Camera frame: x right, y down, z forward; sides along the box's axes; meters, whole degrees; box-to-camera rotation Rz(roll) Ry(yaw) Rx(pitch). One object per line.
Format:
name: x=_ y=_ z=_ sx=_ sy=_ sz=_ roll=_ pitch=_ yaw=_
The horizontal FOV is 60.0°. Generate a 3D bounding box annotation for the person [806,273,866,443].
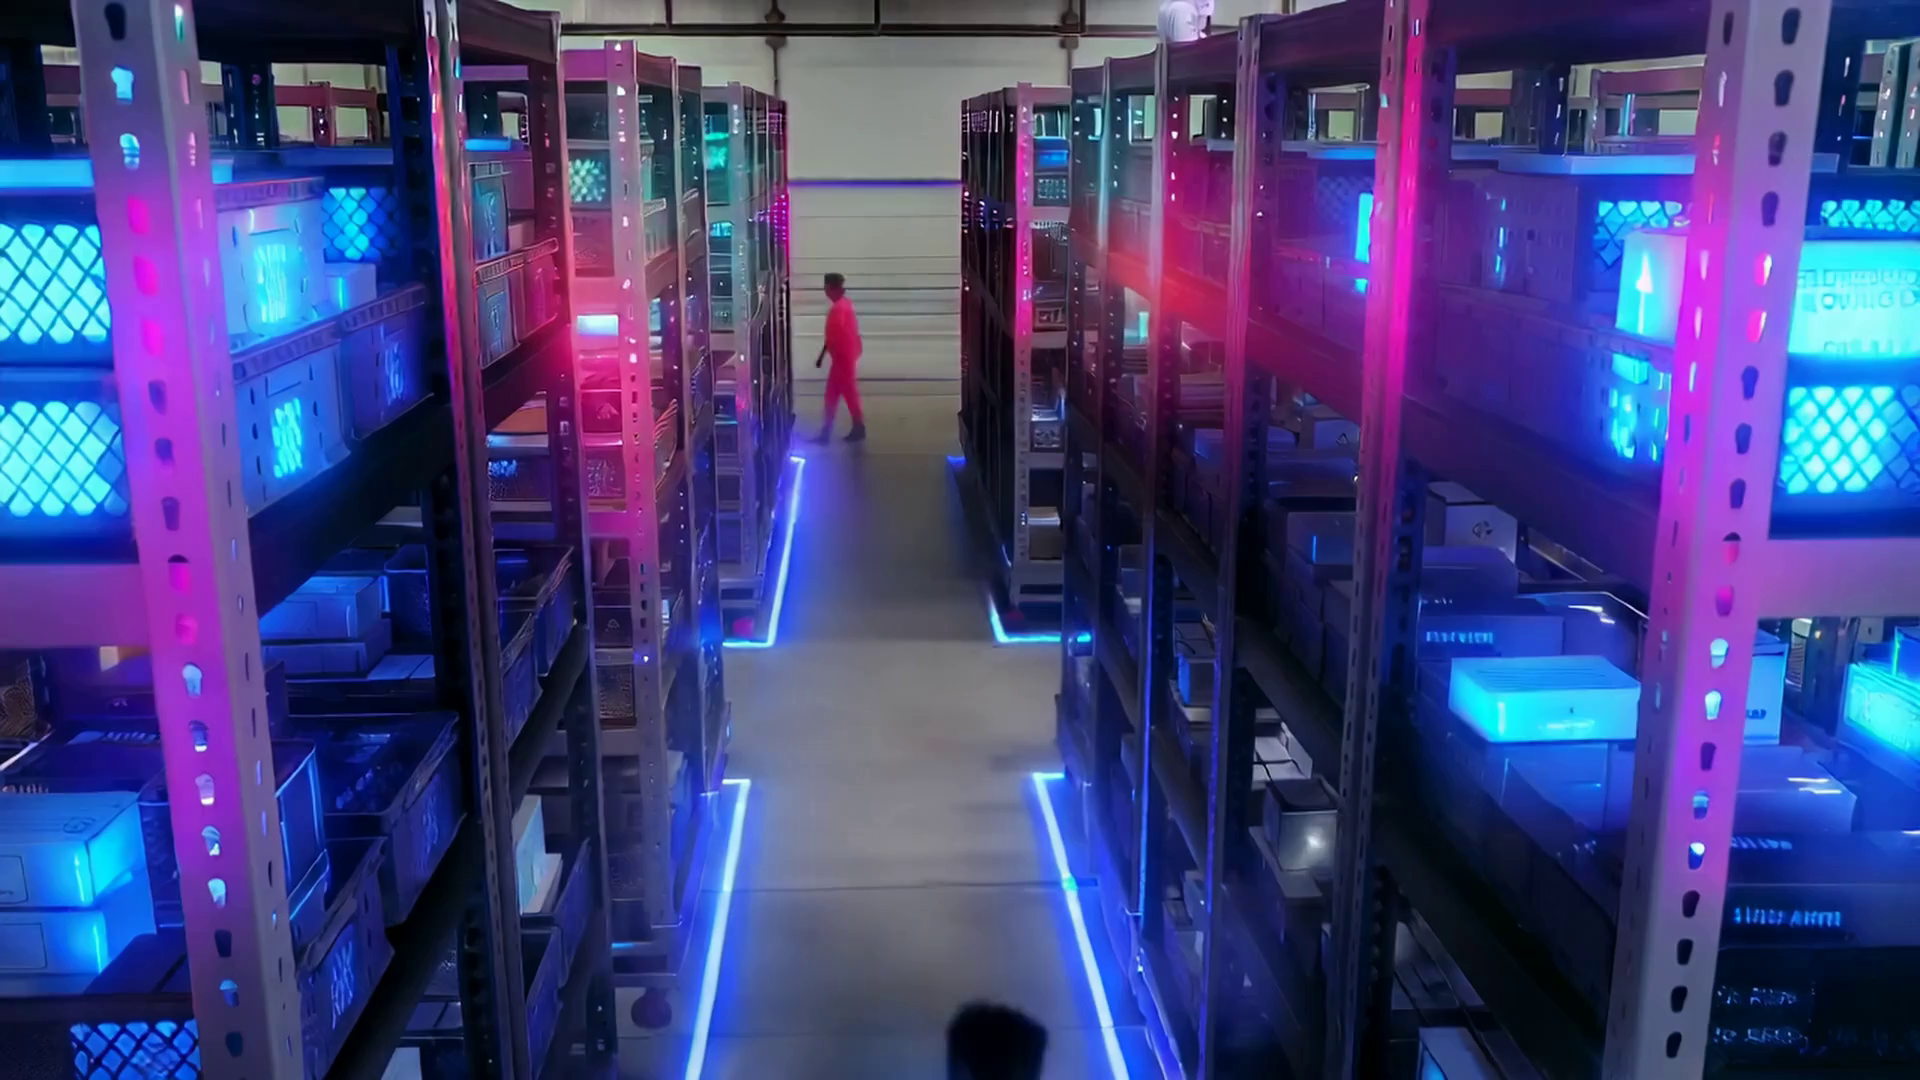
person: x=-1.379 y=-1.953 z=17.911 sx=0.824 sy=1.817 sz=0.576 roll=-4 pitch=14 yaw=-15
